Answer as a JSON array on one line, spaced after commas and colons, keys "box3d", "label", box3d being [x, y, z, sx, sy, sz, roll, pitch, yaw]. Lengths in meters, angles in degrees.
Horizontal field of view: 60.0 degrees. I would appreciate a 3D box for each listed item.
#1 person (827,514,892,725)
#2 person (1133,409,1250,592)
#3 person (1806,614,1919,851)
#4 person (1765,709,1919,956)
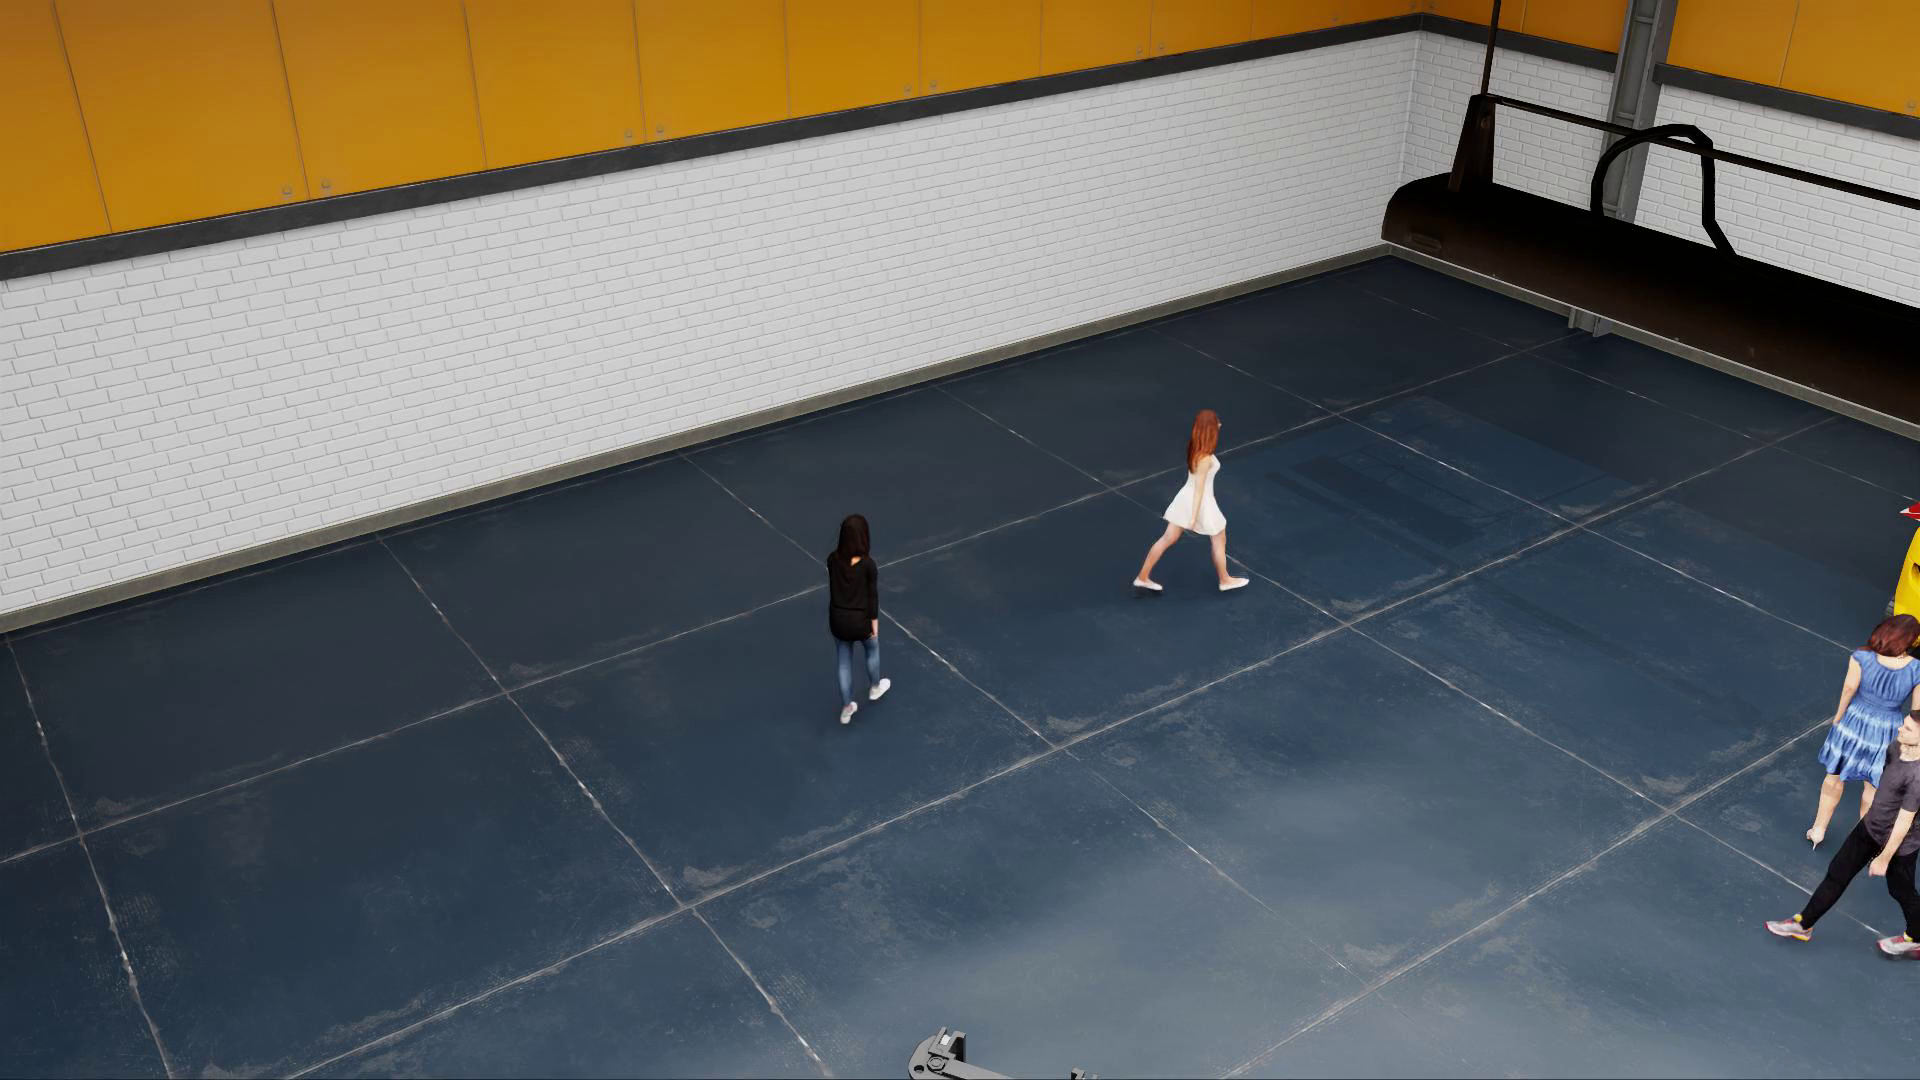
[{"box3d": [-0.802, 0.604, 12.044, 0.865, 1.627, 0.901, 7, 29, 13], "label": "person"}, {"box3d": [1.831, -0.268, 13.607, 0.939, 1.661, 1.201, -5, 29, -10], "label": "person"}, {"box3d": [5.832, 1.256, 10.662, 0.671, 1.806, 0.809, 14, 32, 25], "label": "person"}, {"box3d": [5.560, 1.775, 9.801, 1.176, 1.719, 1.171, 3, 29, 5], "label": "person"}]
